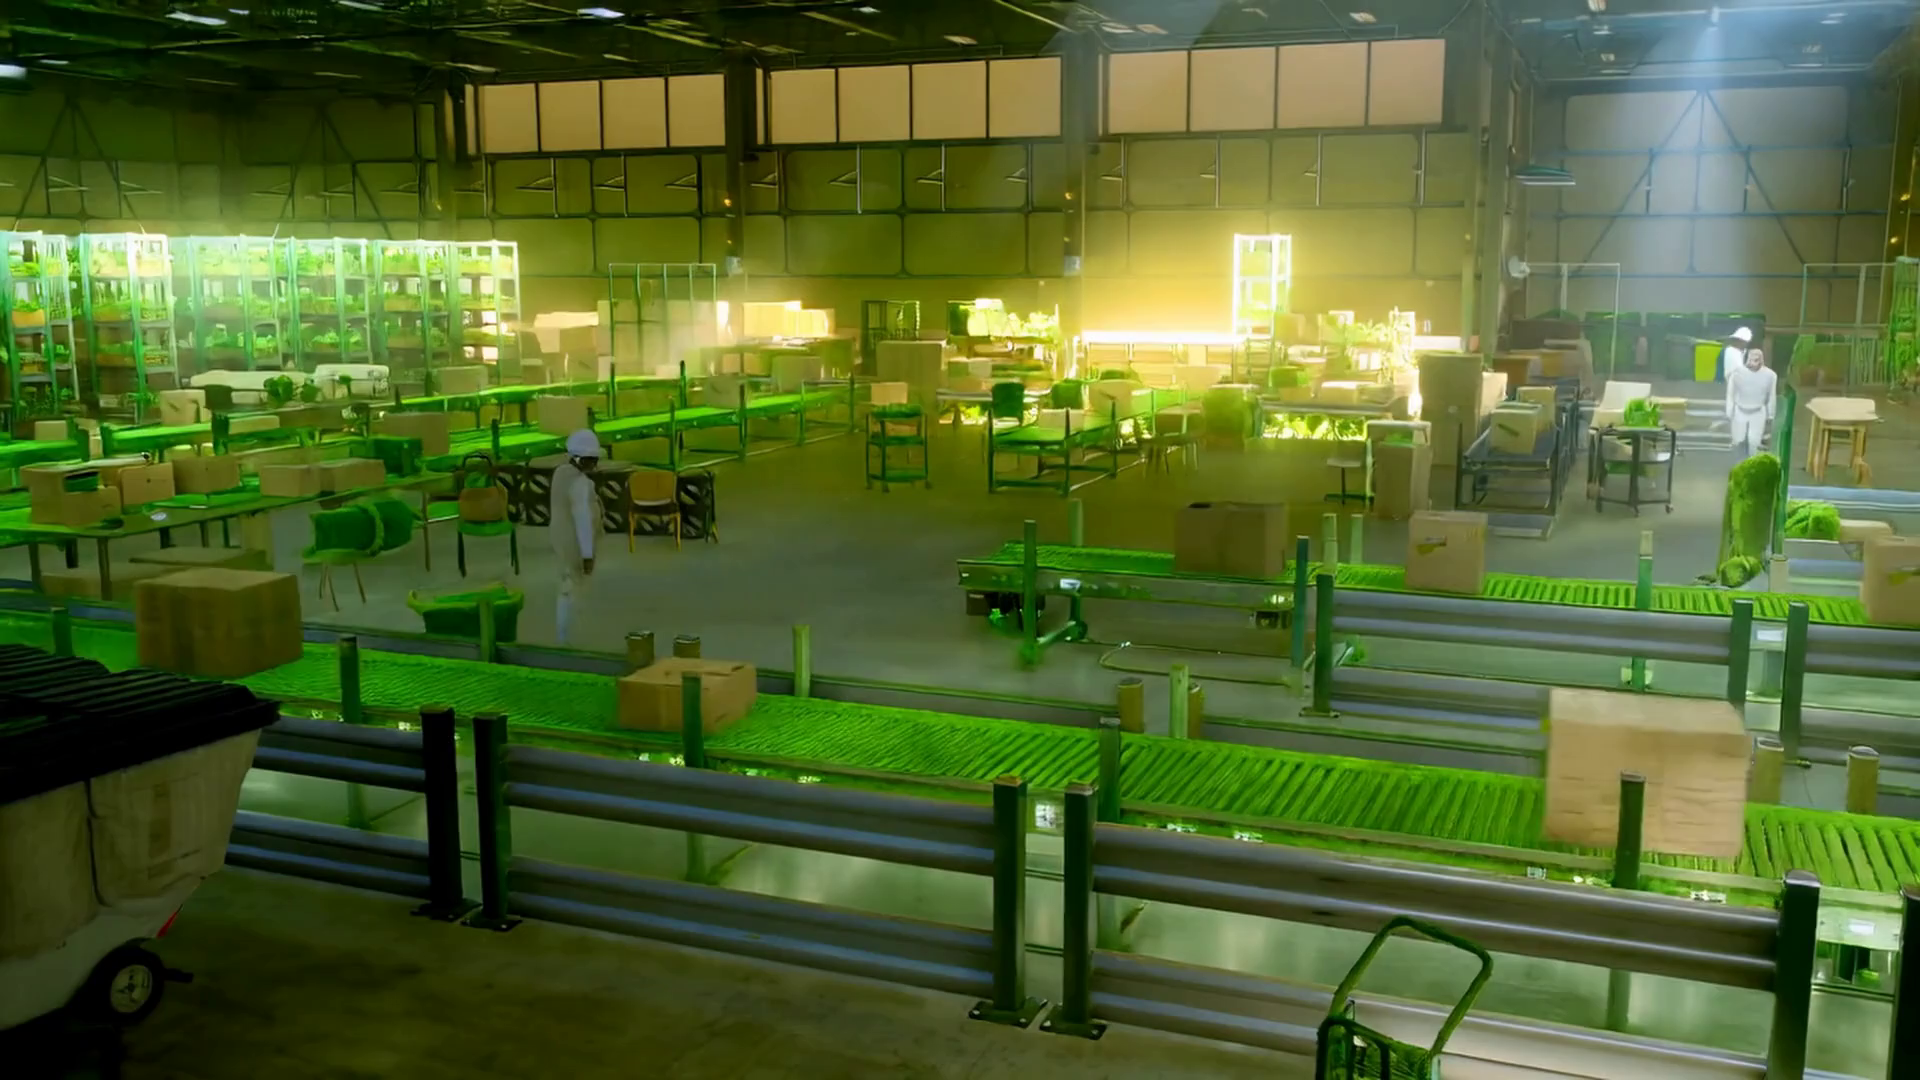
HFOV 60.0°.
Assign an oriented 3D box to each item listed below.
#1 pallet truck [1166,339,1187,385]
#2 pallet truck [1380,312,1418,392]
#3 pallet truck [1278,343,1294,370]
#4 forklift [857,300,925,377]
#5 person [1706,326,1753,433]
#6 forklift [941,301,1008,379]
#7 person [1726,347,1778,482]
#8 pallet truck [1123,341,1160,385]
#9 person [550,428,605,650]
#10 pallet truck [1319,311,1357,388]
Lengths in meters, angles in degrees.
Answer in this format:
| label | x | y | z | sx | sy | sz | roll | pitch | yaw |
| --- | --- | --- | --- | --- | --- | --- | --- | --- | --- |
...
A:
| label | x | y | z | sx | sy | sz | roll | pitch | yaw |
| --- | --- | --- | --- | --- | --- | --- | --- | --- | --- |
| pallet truck | 5.418 | -4.269 | 40.420 | 0.704 | 1.261 | 1.522 | 3 | 10 | 20 |
| pallet truck | 10.207 | -4.283 | 38.369 | 0.823 | 1.965 | 1.885 | 3 | 10 | 20 |
| pallet truck | 7.886 | -4.163 | 39.743 | 0.653 | 1.274 | 1.630 | 4 | 10 | 22 |
| forklift | -1.732 | -5.109 | 42.468 | 1.157 | 1.987 | 2.680 | 4 | 10 | 22 |
| person | 12.964 | -2.573 | 27.913 | 0.637 | 2.027 | 0.607 | -5 | 11 | -30 |
| forklift | 0.365 | -4.966 | 41.571 | 1.157 | 1.987 | 2.680 | 3 | 10 | 20 |
| person | 11.117 | -1.758 | 23.383 | 0.643 | 1.893 | 0.424 | 5 | 11 | 27 |
| pallet truck | 4.445 | -4.380 | 41.279 | 0.680 | 1.201 | 1.601 | 4 | 10 | 22 |
| person | -2.944 | 0.035 | 12.796 | 0.407 | 1.811 | 0.729 | -5 | 11 | -28 |
| pallet truck | 9.071 | -4.419 | 39.190 | 0.823 | 1.965 | 1.885 | 5 | 10 | 26 |
